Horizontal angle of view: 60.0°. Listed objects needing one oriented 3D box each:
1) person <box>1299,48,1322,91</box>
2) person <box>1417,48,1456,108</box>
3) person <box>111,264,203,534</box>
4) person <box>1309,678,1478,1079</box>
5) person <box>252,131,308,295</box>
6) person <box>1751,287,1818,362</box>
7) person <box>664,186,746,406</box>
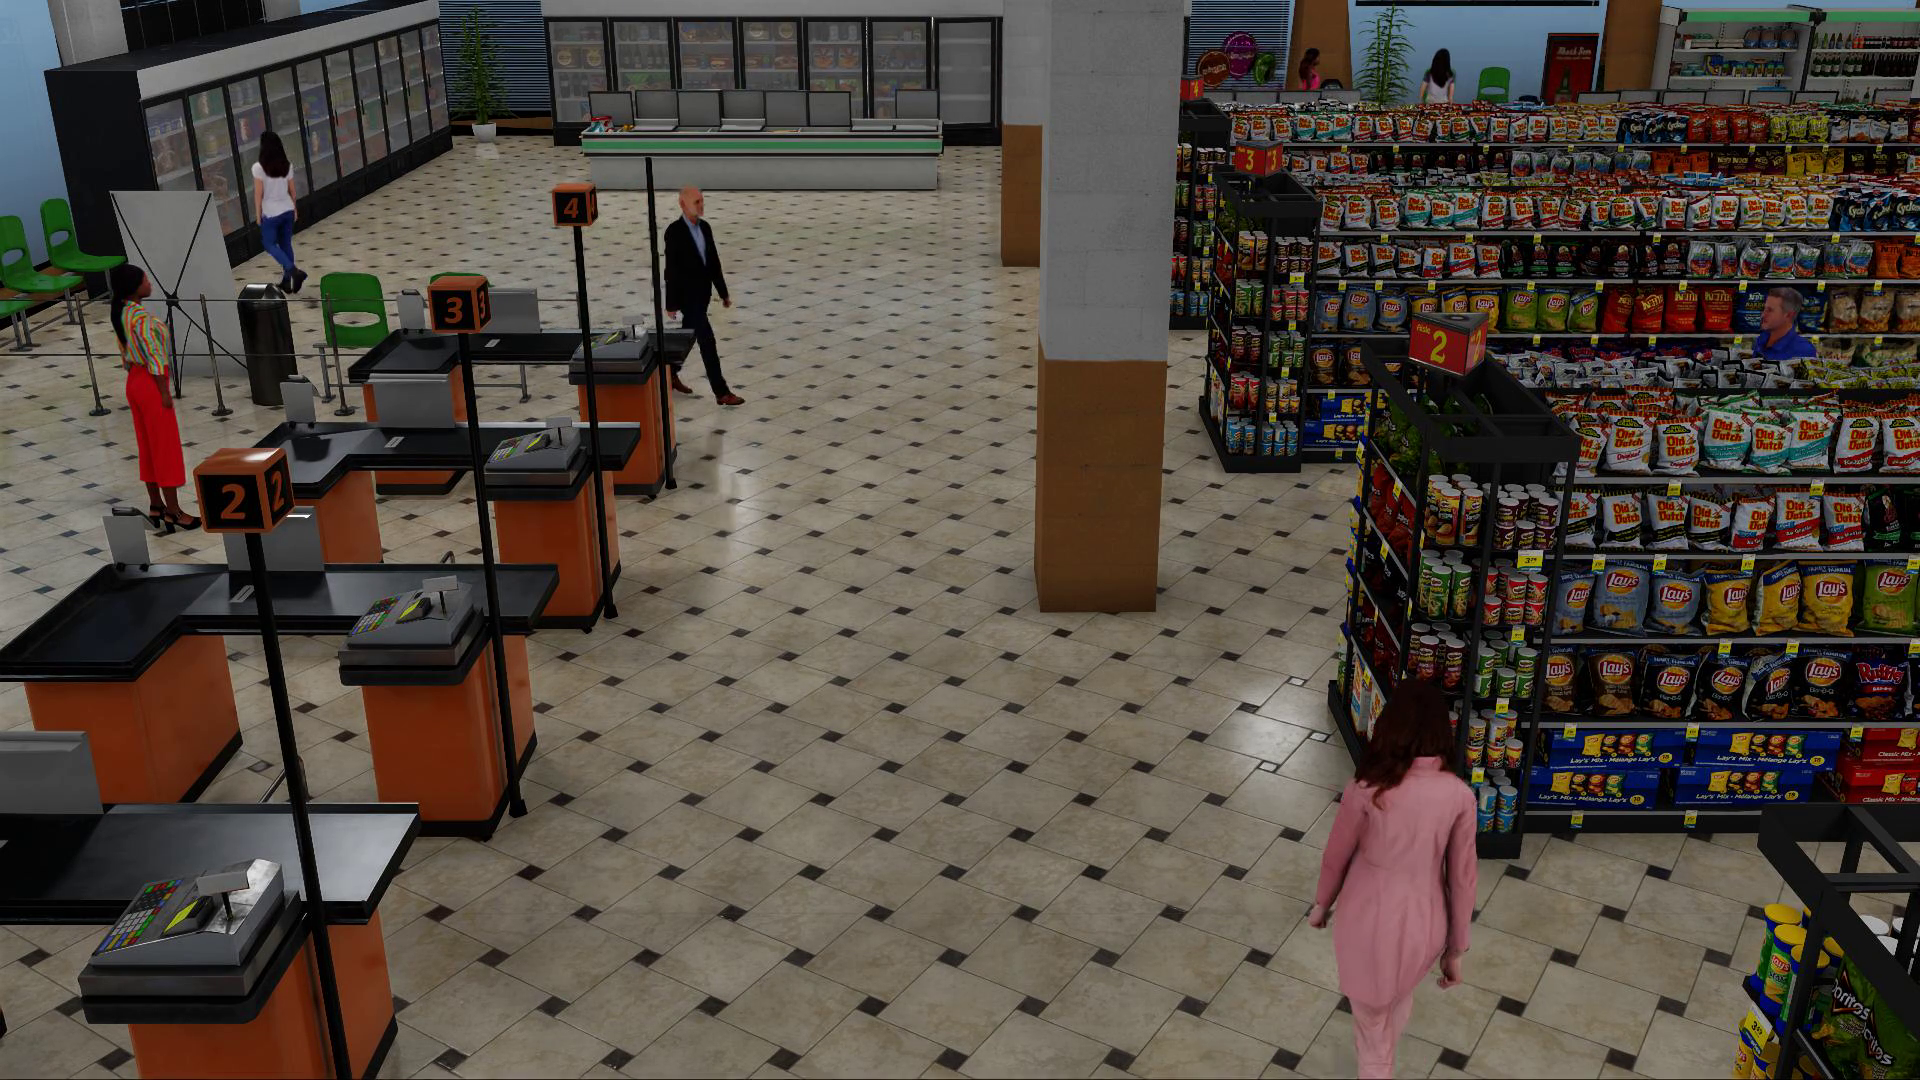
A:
[{"bbox_3d":[5.072,-6.420,24.726,0.830,1.709,0.682,6,23,15],"label":"person"},{"bbox_3d":[7.108,-6.409,24.773,1.070,1.653,0.719,-2,22,-5],"label":"person"},{"bbox_3d":[-5.334,-0.930,10.950,0.664,1.792,0.746,17,27,36],"label":"person"},{"bbox_3d":[1.391,1.343,5.334,0.979,1.762,0.670,0,22,-1],"label":"person"},{"bbox_3d":[-6.934,-3.291,16.992,1.005,1.670,0.890,14,26,32],"label":"person"},{"bbox_3d":[5.045,-0.633,10.215,1.198,1.790,0.809,-3,22,-7],"label":"person"},{"bbox_3d":[-2.247,-1.993,13.638,1.289,1.761,1.070,12,25,27],"label":"person"}]
